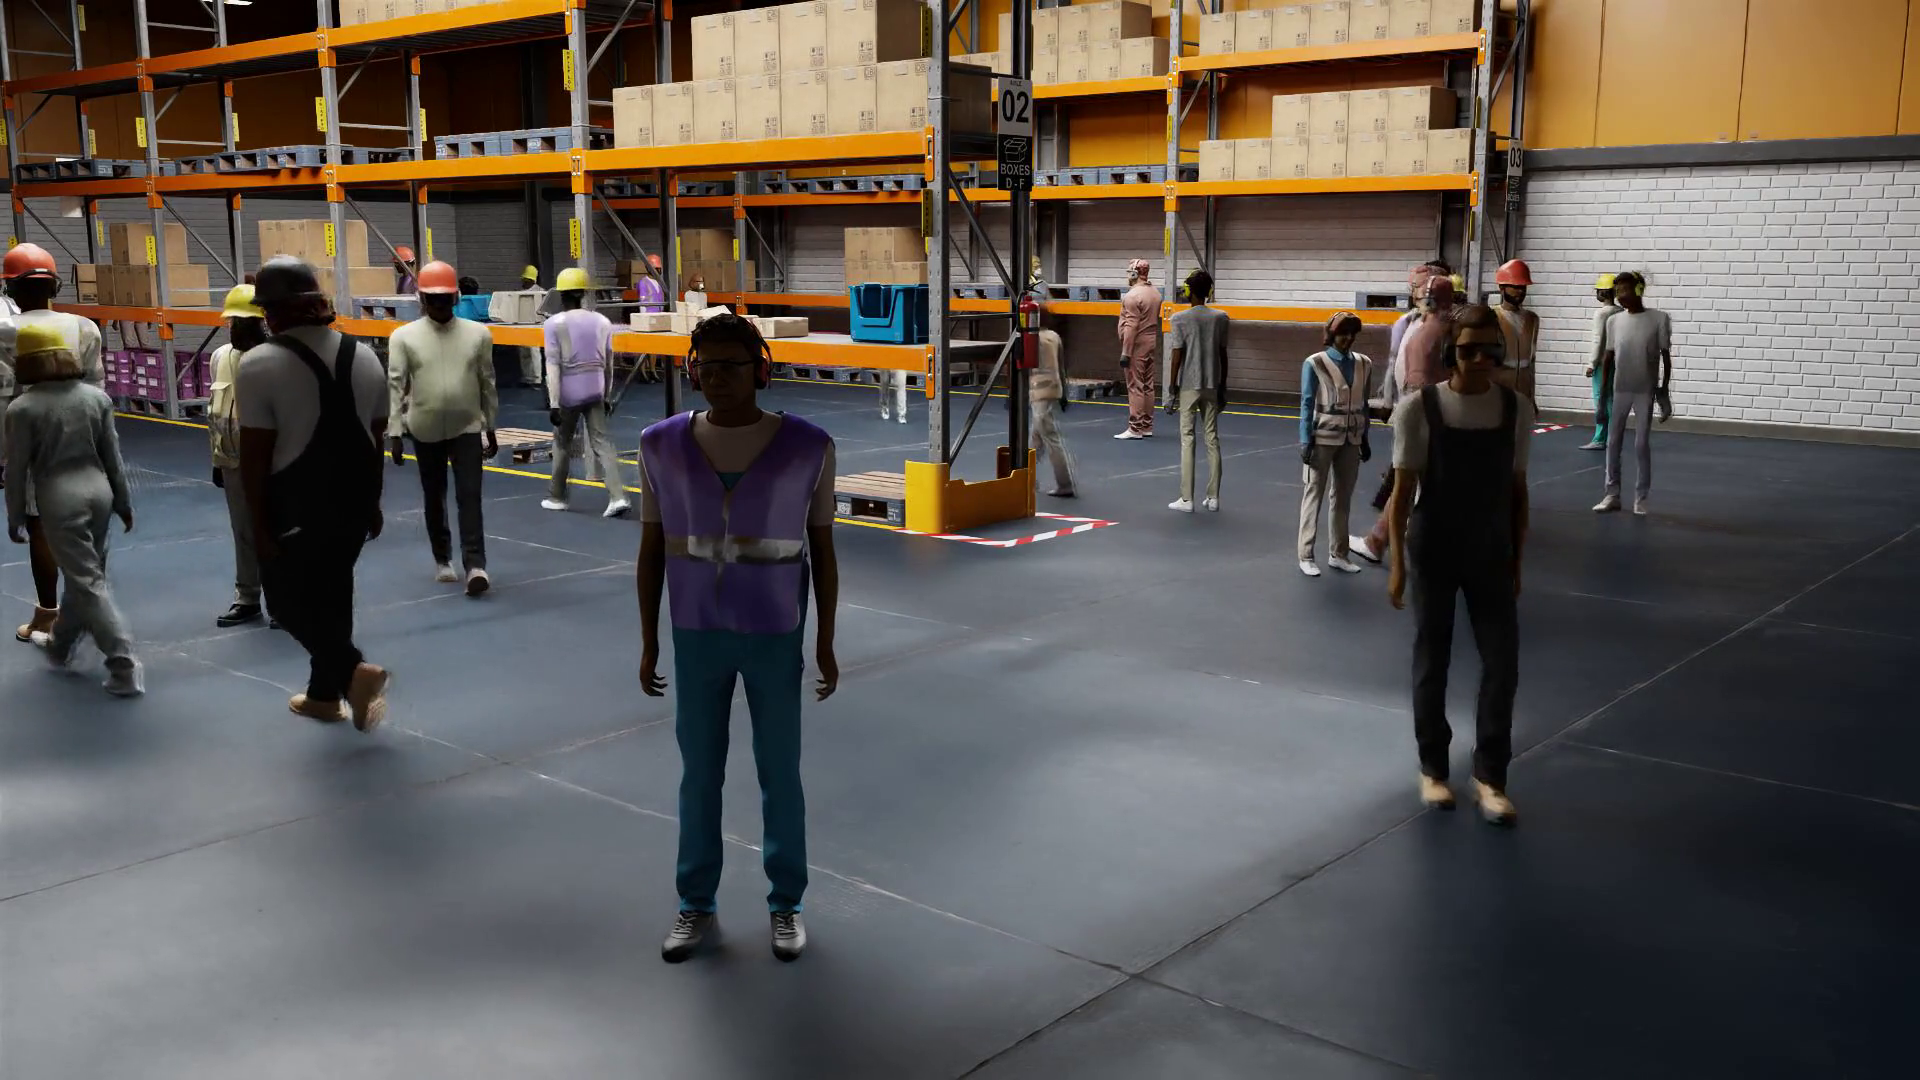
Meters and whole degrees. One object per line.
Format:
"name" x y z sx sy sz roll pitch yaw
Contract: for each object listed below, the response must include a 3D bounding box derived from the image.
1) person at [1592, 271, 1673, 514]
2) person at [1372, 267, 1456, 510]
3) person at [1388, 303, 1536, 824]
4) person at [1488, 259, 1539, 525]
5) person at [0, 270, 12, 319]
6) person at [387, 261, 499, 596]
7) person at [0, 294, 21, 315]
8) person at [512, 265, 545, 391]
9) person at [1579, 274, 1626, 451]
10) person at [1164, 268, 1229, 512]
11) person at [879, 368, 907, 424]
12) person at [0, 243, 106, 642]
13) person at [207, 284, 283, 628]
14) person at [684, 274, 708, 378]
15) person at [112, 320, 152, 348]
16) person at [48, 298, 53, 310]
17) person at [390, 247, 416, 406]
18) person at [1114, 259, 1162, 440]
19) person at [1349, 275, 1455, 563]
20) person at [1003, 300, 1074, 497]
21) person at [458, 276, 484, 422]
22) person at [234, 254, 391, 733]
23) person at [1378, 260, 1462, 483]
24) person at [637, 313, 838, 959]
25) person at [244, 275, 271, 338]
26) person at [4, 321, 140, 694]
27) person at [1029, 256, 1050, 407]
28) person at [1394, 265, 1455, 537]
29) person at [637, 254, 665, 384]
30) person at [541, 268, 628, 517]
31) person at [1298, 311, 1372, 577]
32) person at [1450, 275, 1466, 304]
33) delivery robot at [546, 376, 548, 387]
"person" 5.140 -1.089 12.656 0.577 1.876 0.341 9 14 42
"person" 3.362 -1.076 12.417 0.573 1.904 0.770 -6 12 -31
"person" 1.770 0.094 5.858 0.524 1.828 0.592 1 10 4
"person" 3.966 -1.056 12.083 0.542 1.939 0.363 -3 10 -17
"person" -8.998 -1.630 15.504 0.337 1.882 0.585 1 10 6
"person" -3.029 -0.651 9.771 0.655 1.934 1.030 -4 11 -22
"person" -10.541 -2.175 18.777 0.404 1.827 0.586 2 10 13
"person" -6.175 -3.018 23.705 0.729 1.782 0.440 6 12 31
"person" 6.456 -1.775 16.672 0.522 1.768 0.312 -9 13 -41
"person" 1.821 -1.147 12.792 0.518 1.874 0.327 -3 10 -17
"person" -0.787 -2.183 19.464 0.491 1.600 0.829 -1 10 -7
"person" -4.695 -0.487 8.547 0.371 2.044 0.608 7 12 33
"person" -3.756 -0.441 8.878 0.586 1.834 0.403 2 10 13
"person" -4.094 -3.322 25.880 0.277 1.629 0.496 7 12 34
"person" -12.443 -3.348 24.973 0.395 1.993 0.614 7 12 35
"person" -11.091 -2.389 19.981 0.428 1.836 0.625 2 10 10
"person" -7.081 -2.743 21.407 0.394 2.038 0.605 -9 13 -40
"person" 1.873 -2.017 17.648 0.407 1.908 0.642 6 12 30
"person" 2.934 -0.720 10.404 0.661 1.847 0.989 -6 12 -32
"person" 0.607 -1.157 13.629 0.841 1.593 0.510 7 12 33
"person" -5.681 -2.219 19.411 0.319 1.694 0.537 -1 10 -8
"person" -2.630 -0.192 6.876 0.781 2.000 0.682 6 12 32
"person" 3.737 -1.289 13.469 0.627 1.915 0.961 -8 13 -40
"person" -0.632 0.277 4.759 0.571 1.843 0.373 0 10 1
"person" -10.254 -3.014 24.098 0.506 1.632 0.268 -9 13 -41
"person" -4.117 -0.149 7.619 0.931 1.676 0.502 5 11 28
"person" 0.944 -2.648 21.263 0.490 1.923 0.646 10 14 44
"person" 3.258 -0.972 11.707 0.410 1.905 0.641 0 10 -2
"person" -4.575 -3.283 24.812 0.408 1.930 0.547 4 11 22
"person" -2.851 -1.109 12.573 0.604 1.881 0.993 -9 13 -41
"person" 2.325 -0.595 10.319 0.523 1.636 0.310 -4 11 -24
"person" 4.749 -1.695 16.212 0.533 1.767 0.326 -7 12 -36
"delivery robot" -4.851 -1.967 20.944 0.707 0.478 0.477 -2 10 -13
